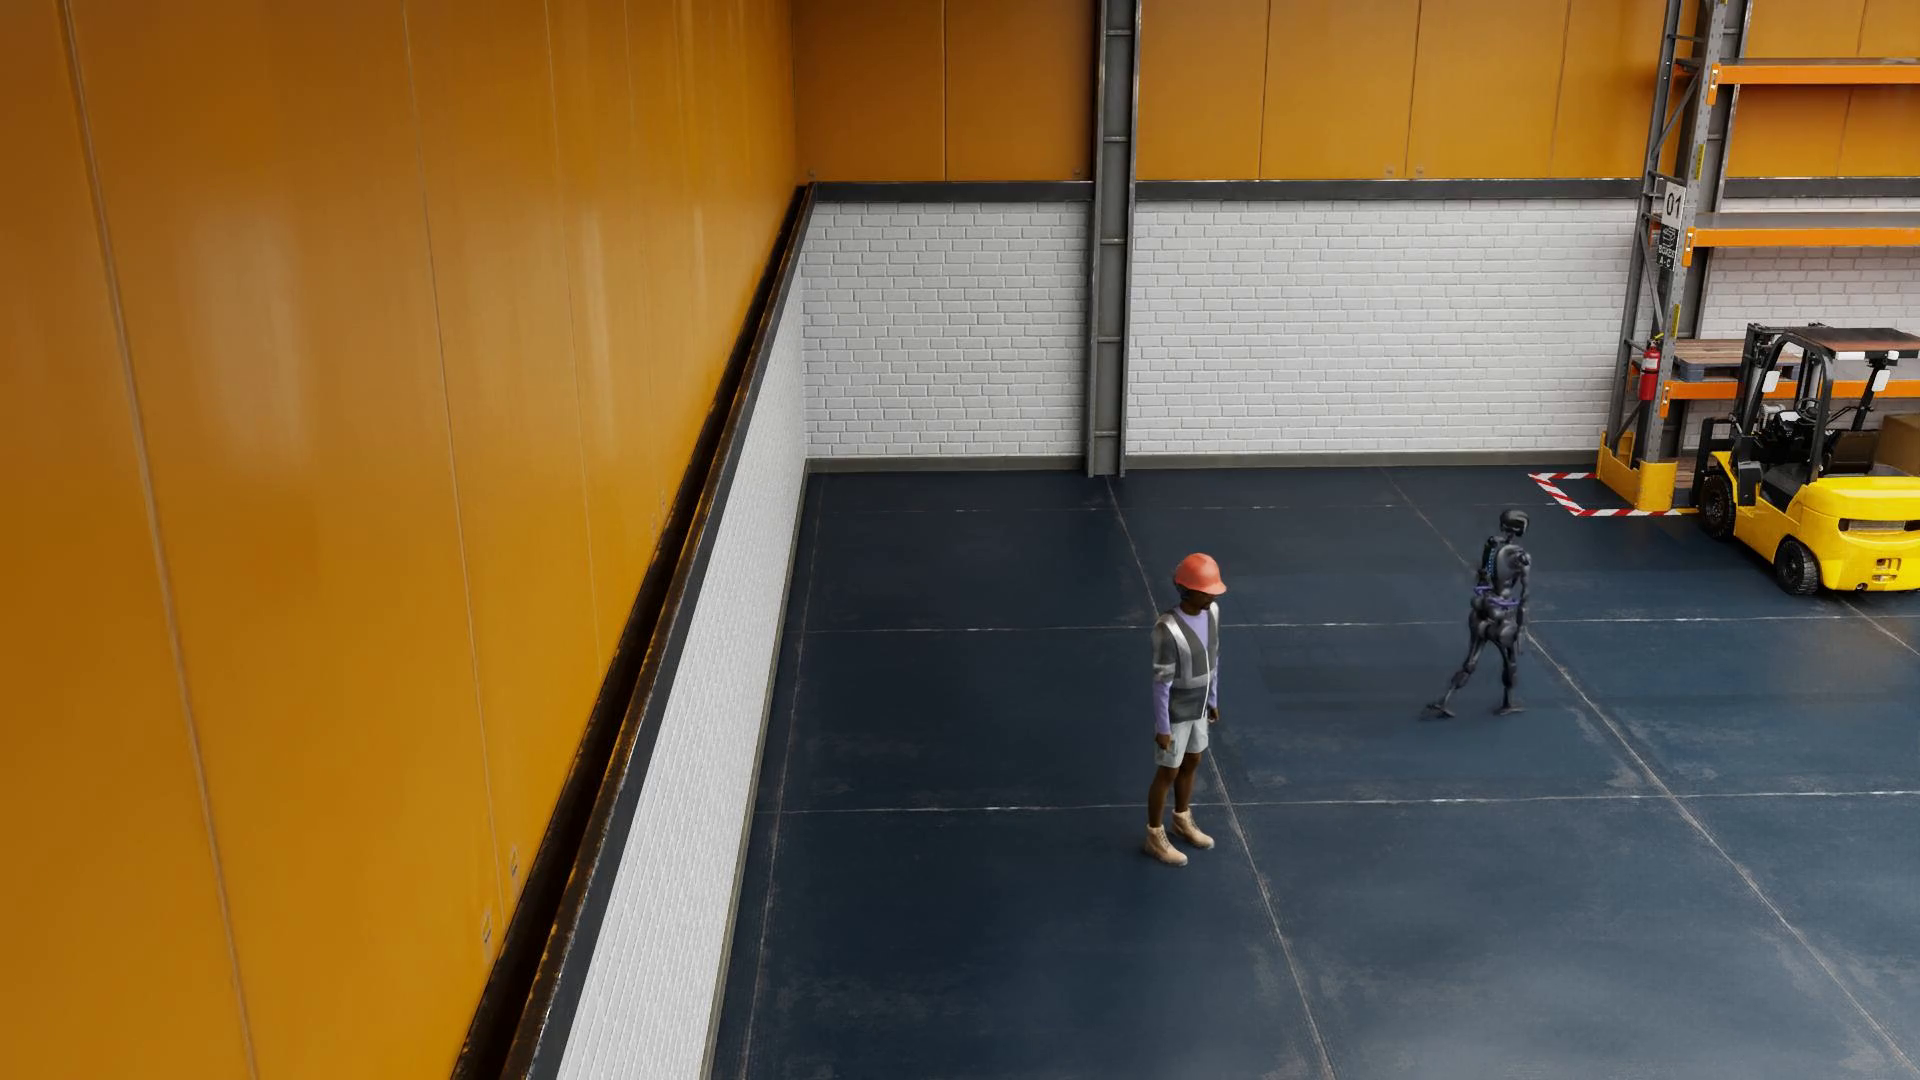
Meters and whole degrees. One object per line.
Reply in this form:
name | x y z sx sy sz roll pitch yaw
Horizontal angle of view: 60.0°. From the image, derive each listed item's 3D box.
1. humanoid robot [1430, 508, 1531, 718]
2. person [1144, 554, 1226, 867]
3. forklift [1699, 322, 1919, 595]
humanoid robot | 3.851 0.554 12.099 0.747 1.647 0.585 -7 21 -19
person | 1.403 1.033 10.217 0.404 2.035 0.599 17 26 38
forklift | 7.809 -0.792 14.926 1.214 2.155 2.313 -1 20 -2
